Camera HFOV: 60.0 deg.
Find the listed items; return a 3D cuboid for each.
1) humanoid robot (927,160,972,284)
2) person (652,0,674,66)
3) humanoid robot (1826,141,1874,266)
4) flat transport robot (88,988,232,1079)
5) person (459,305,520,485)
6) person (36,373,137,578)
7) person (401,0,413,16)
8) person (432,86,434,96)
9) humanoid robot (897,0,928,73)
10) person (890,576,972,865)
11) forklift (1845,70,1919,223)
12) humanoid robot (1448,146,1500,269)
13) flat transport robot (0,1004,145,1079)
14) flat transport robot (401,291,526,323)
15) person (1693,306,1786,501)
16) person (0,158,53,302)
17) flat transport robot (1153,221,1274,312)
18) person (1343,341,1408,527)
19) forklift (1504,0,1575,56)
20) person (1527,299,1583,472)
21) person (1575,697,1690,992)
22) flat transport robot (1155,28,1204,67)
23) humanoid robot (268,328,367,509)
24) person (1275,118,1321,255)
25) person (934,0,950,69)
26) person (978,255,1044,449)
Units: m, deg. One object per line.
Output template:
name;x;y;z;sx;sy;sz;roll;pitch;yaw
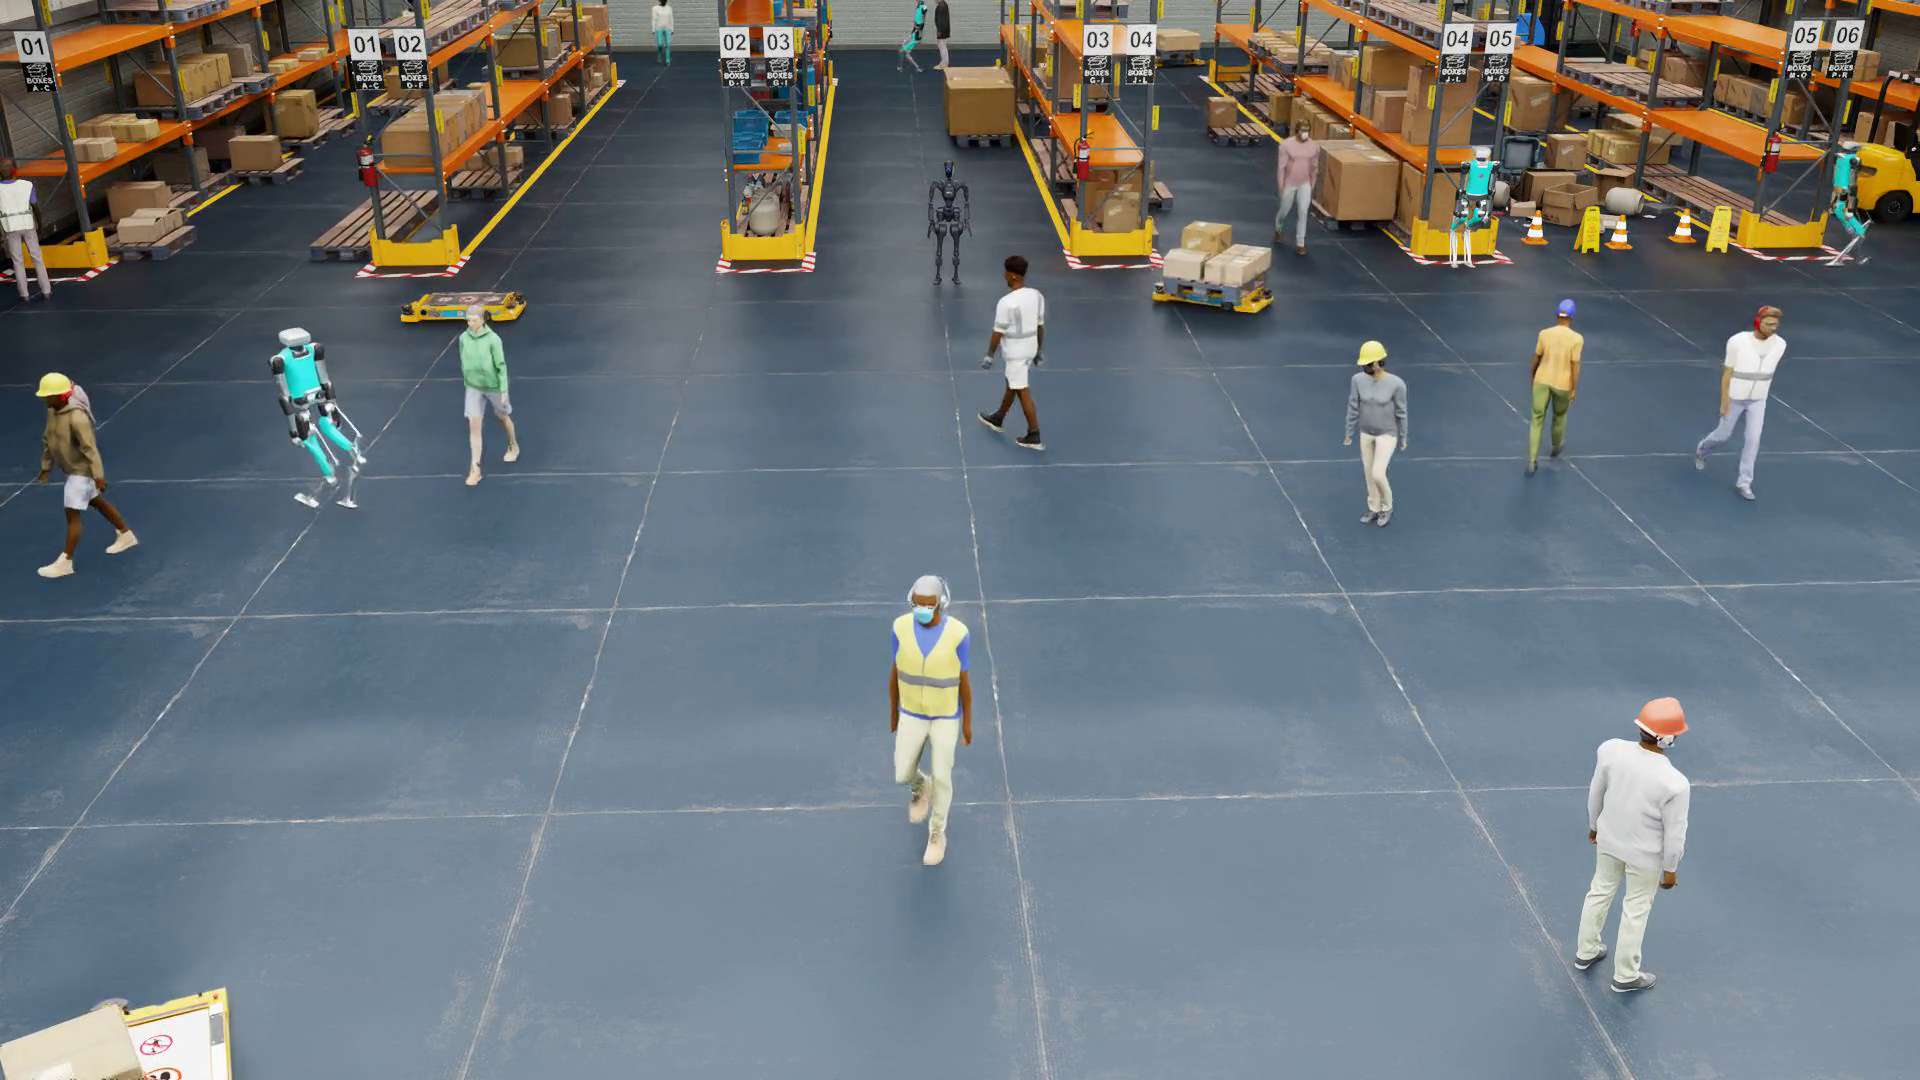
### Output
humanoid robot;-0.141;-4.259;22.294;0.599;1.657;0.315;-1;24;-2
person;-7.274;-12.518;40.780;0.564;1.742;0.367;-12;27;-24
humanoid robot;12.497;-4.613;23.117;0.853;1.855;0.555;-1;24;-3
flat transport robot;-3.993;2.745;8.306;0.659;0.231;1.431;-10;26;-22
person;-4.548;-1.453;15.993;0.481;1.687;0.941;3;24;6
person;-7.483;-0.591;14.021;0.539;1.716;0.913;18;30;34
person;-13.335;-12.387;40.603;0.537;1.643;0.918;-16;28;-31
person;-11.500;-10.189;35.406;0.517;1.864;0.376;-1;24;-2
humanoid robot;-1.224;-12.042;39.762;0.901;1.782;0.574;-7;25;-16
person;-0.170;1.063;10.111;0.527;1.881;0.488;4;24;9
forklift;15.132;-6.143;25.915;2.313;2.155;1.214;-1;24;-2
humanoid robot;6.974;-4.582;22.804;0.533;1.672;0.735;-1;24;-2
flat transport robot;-4.014;3.190;7.304;0.659;0.231;1.431;-19;30;-37
flat transport robot;-6.295;-2.951;21.104;1.431;0.231;0.659;-1;24;-2
person;7.345;-1.353;15.614;0.562;1.812;0.812;0;24;-1
person;-12.183;-4.013;21.551;0.569;1.845;0.385;-16;28;-31
flat transport robot;3.302;-3.209;21.682;1.431;0.231;0.659;13;27;27
person;3.682;-0.935;14.769;0.548;1.730;0.479;21;31;39
forklift;14.700;-13.805;42.301;1.873;2.768;1.129;-1;24;-2
person;5.776;-1.526;16.170;0.468;1.663;0.893;13;27;27
person;3.655;1.626;8.990;0.337;1.749;0.573;-14;28;-28
flat transport robot;5.250;-11.868;41.139;1.431;0.231;0.659;-8;25;-17
humanoid robot;-5.723;-1.016;14.940;0.915;1.761;0.553;15;28;31
person;4.843;-5.143;24.029;0.625;1.909;0.824;-1;24;-3
person;-0.432;-12.367;40.327;0.409;1.838;0.543;8;25;16
person;0.487;-1.912;16.730;0.962;1.918;0.622;18;29;34
